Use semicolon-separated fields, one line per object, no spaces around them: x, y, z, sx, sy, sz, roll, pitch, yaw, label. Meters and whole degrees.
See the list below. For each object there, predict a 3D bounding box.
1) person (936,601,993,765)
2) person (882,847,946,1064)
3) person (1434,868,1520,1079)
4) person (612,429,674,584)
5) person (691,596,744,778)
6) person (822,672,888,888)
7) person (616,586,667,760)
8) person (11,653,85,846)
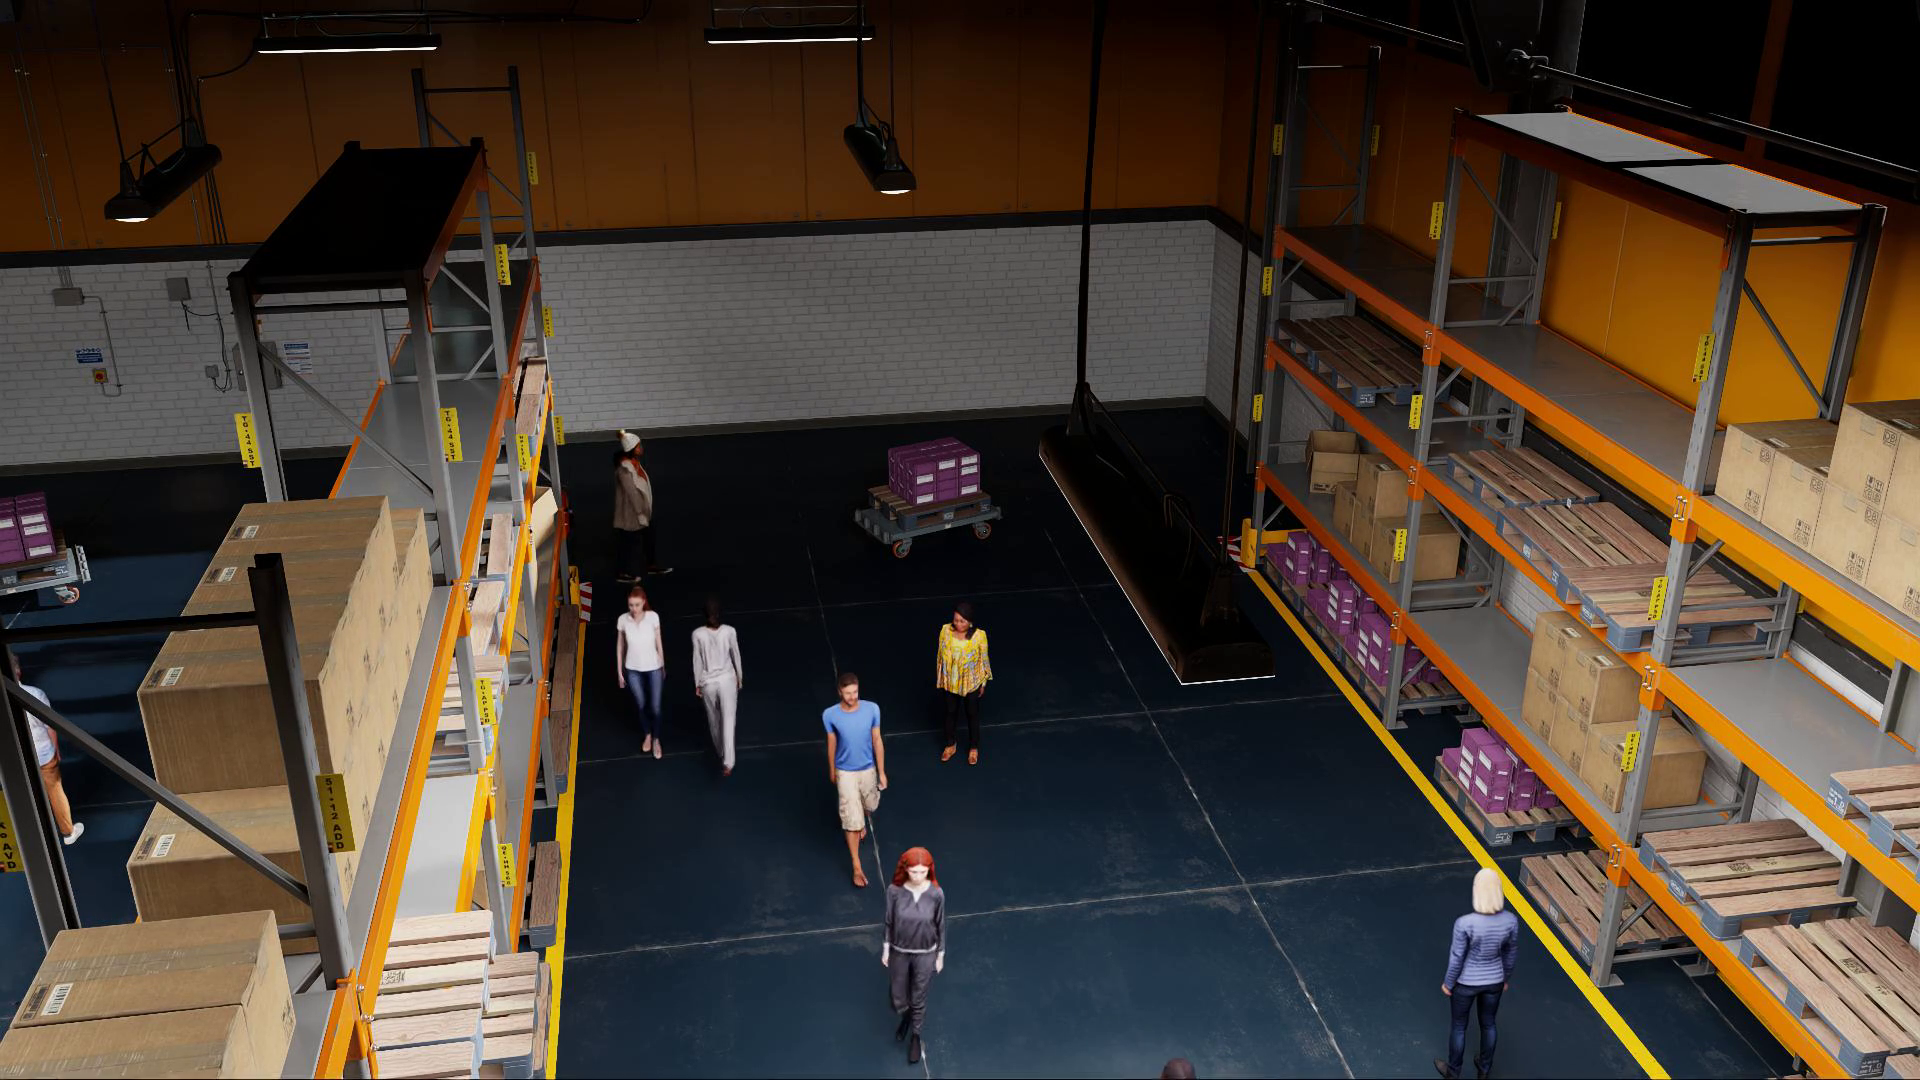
0.024;1.326;15.590;0.844;1.655;0.889;6;24;13;person
-0.320;2.896;11.859;0.671;1.767;0.668;2;24;5;person
3.603;3.045;11.551;0.647;1.741;0.543;-3;24;-6;person
-3.885;-0.375;19.215;0.856;1.868;0.877;1;24;3;person
-2.241;1.367;15.379;0.620;1.750;1.019;-3;24;-7;person
-0.892;1.894;14.061;0.720;1.839;1.224;-7;24;-15;person
-2.995;1.202;15.789;0.612;1.723;0.694;-2;24;-5;person
-7.979;1.815;14.257;0.698;1.827;0.598;-6;24;-14;person
